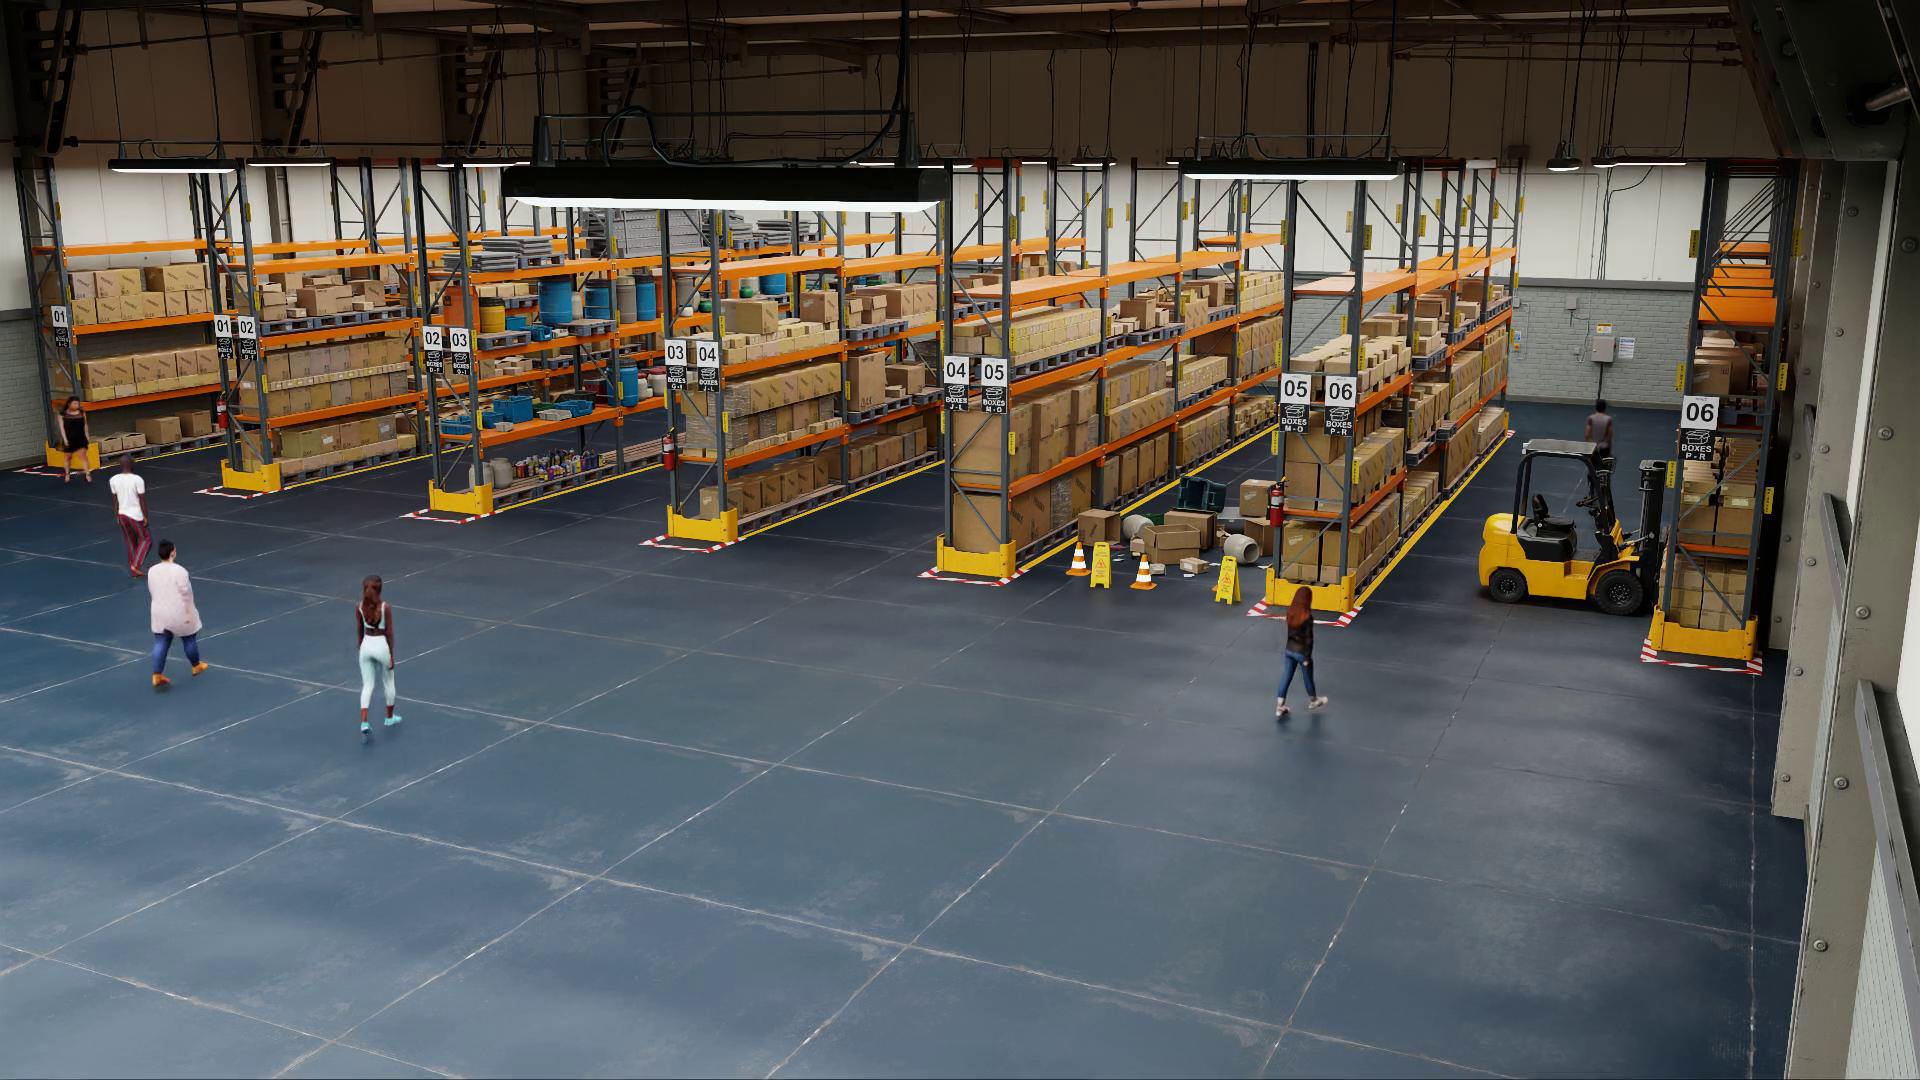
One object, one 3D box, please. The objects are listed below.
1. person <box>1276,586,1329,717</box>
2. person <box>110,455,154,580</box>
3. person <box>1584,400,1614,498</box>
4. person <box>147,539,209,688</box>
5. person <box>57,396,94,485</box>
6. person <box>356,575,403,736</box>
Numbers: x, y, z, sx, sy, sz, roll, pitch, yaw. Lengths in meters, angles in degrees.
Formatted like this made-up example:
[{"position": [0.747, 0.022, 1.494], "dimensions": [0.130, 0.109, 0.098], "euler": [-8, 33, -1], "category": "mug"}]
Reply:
[{"position": [3.655, 1.243, 18.200], "dimensions": [1.038, 1.443, 0.828], "euler": [-11, 17, -39], "category": "person"}, {"position": [-12.015, -0.304, 24.035], "dimensions": [0.798, 1.824, 0.854], "euler": [1, 13, 3], "category": "person"}, {"position": [11.516, -1.636, 29.991], "dimensions": [0.681, 1.732, 0.924], "euler": [5, 14, 20], "category": "person"}, {"position": [-9.173, 0.871, 19.228], "dimensions": [0.882, 1.703, 1.165], "euler": [2, 13, 10], "category": "person"}, {"position": [-16.576, -1.839, 31.030], "dimensions": [0.990, 1.658, 0.961], "euler": [-8, 15, -32], "category": "person"}, {"position": [-6.232, 1.239, 17.631], "dimensions": [0.807, 1.707, 1.055], "euler": [1, 13, 2], "category": "person"}]
